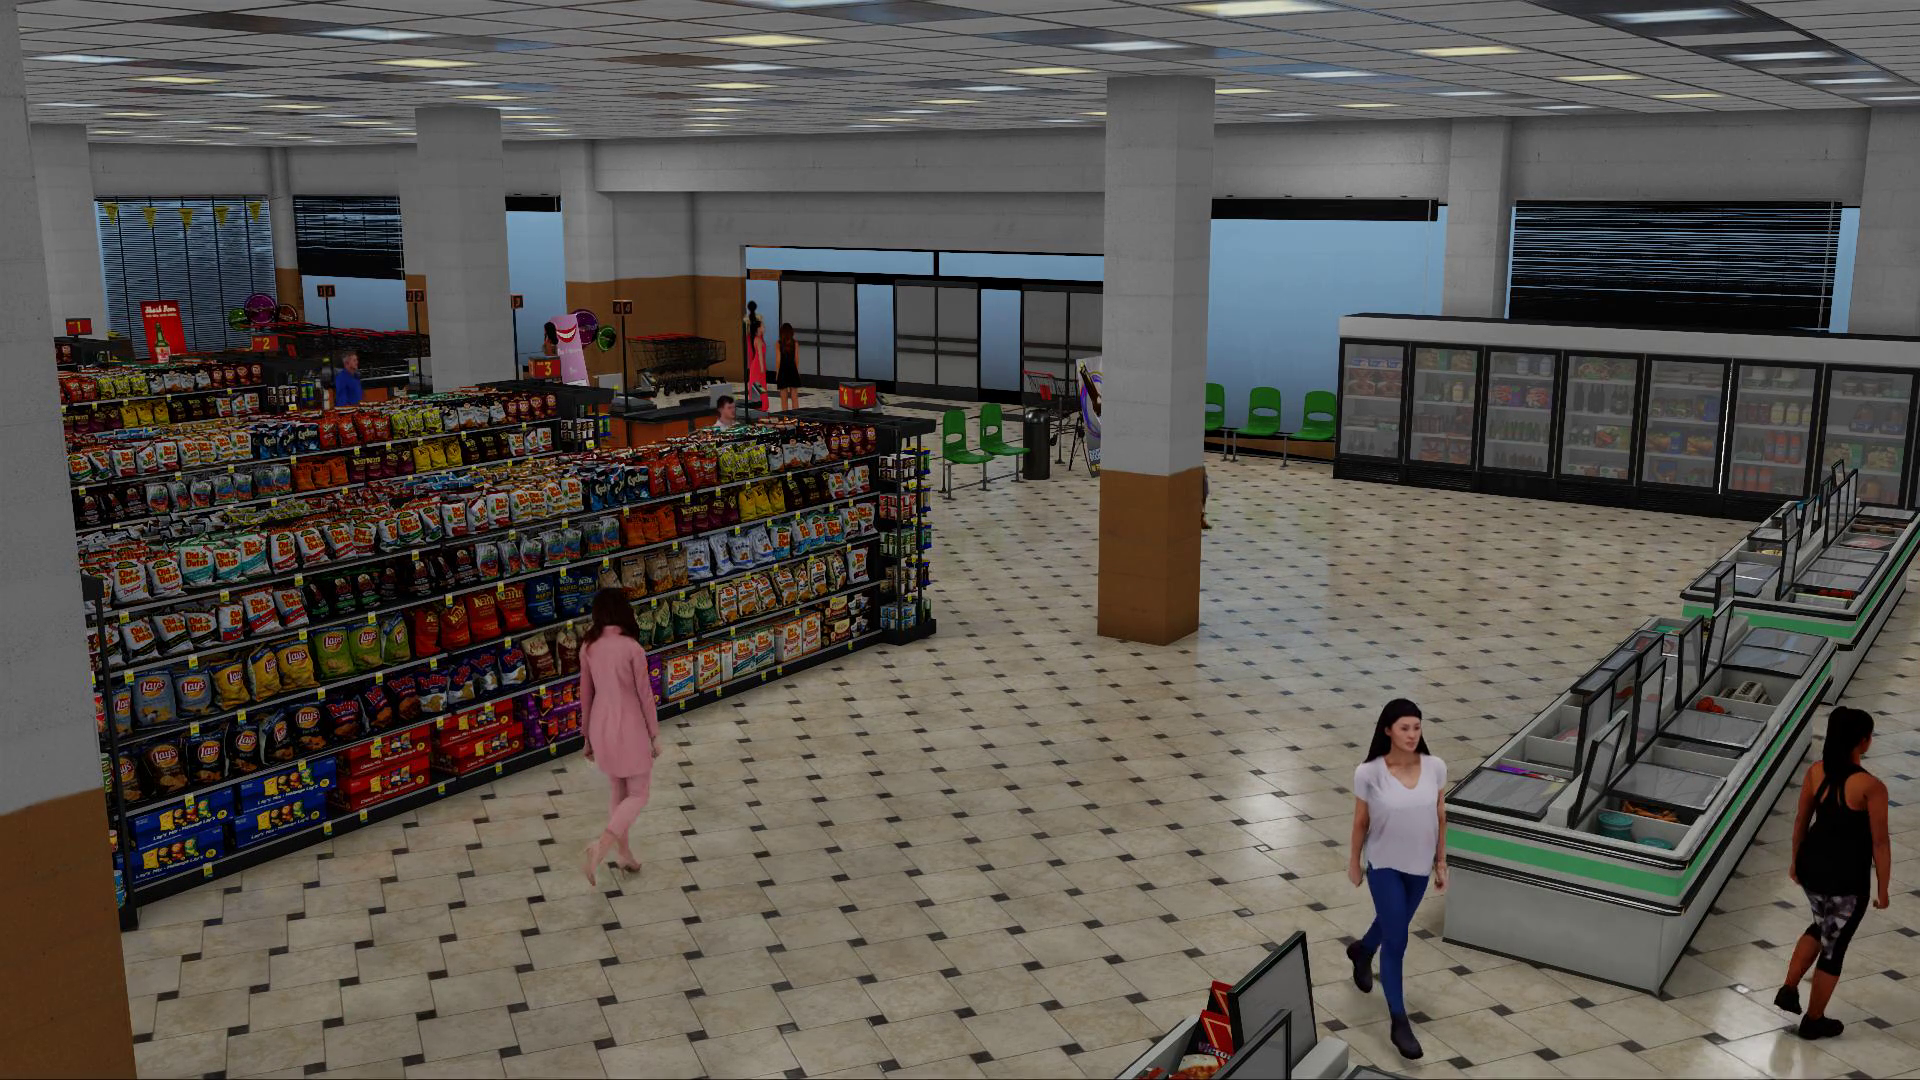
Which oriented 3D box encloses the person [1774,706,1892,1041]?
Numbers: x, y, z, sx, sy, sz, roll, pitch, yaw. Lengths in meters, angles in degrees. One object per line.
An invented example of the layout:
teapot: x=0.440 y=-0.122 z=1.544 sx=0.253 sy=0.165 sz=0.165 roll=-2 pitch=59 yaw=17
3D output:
person: x=4.109 y=1.598 z=7.918 sx=0.768 sy=1.659 sz=0.722 roll=-5 pitch=13 yaw=-21

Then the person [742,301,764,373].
person: x=-4.256 y=-4.022 z=34.355 sx=1.006 sy=1.764 sz=0.952 roll=-5 pitch=13 yaw=-23

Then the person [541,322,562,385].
person: x=-7.553 y=-3.215 z=30.812 sx=0.784 sy=1.645 sz=0.639 roll=2 pitch=12 yaw=7

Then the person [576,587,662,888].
person: x=-2.010 y=1.181 z=9.598 sx=0.759 sy=1.783 sz=0.999 roll=4 pitch=13 yaw=19

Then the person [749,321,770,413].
person: x=-3.652 y=-3.105 z=30.089 sx=0.754 sy=1.727 sz=0.714 roll=-4 pitch=12 yaw=-17

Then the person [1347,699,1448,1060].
person: x=2.084 y=1.578 z=8.041 sx=1.094 sy=1.649 sz=1.129 roll=-3 pitch=12 yaw=-13

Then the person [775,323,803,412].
person: x=-2.922 y=-2.765 z=28.213 sx=0.639 sy=1.834 sz=0.730 roll=-4 pitch=13 yaw=-20

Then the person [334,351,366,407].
person: x=-8.661 y=-1.748 z=23.437 sx=0.933 sy=1.813 sz=0.810 roll=1 pitch=12 yaw=4

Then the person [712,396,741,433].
person: x=-2.627 y=-0.660 z=18.281 sx=0.830 sy=1.809 sz=1.187 roll=6 pitch=13 yaw=25
